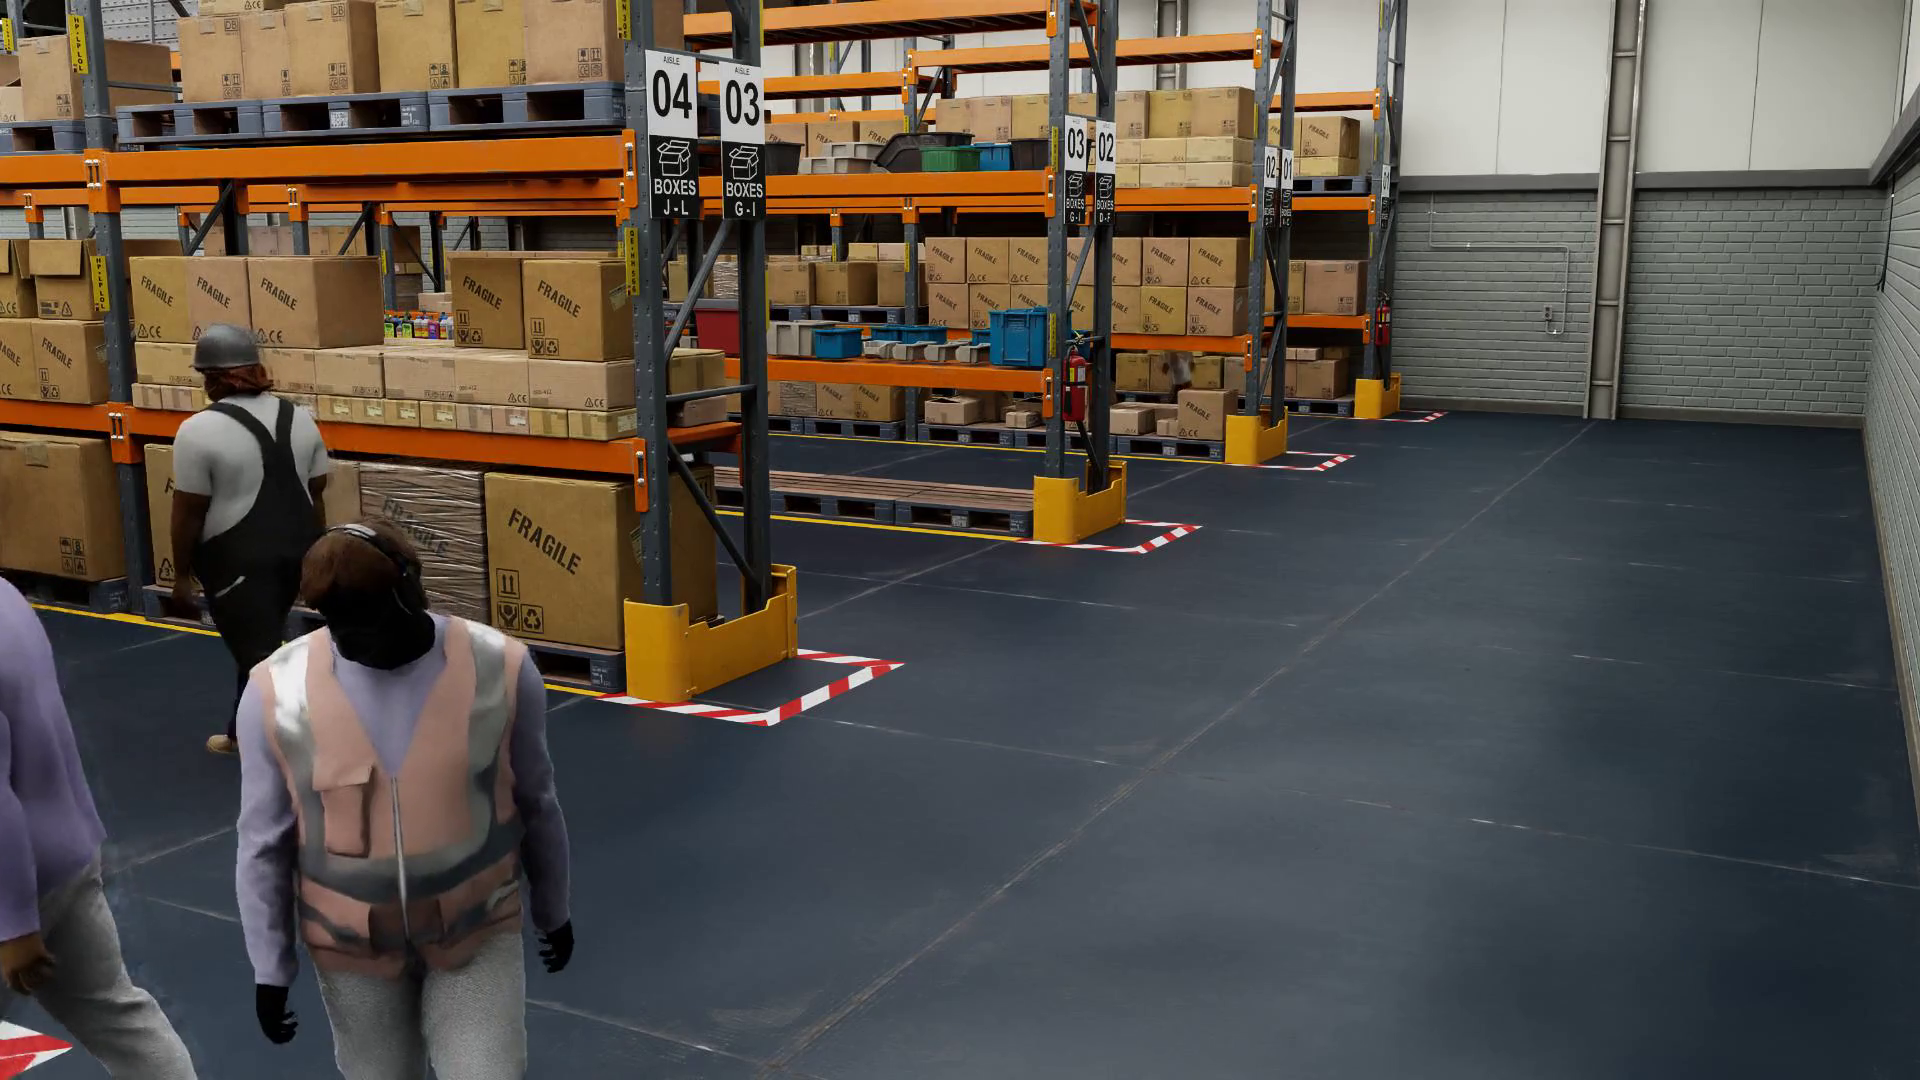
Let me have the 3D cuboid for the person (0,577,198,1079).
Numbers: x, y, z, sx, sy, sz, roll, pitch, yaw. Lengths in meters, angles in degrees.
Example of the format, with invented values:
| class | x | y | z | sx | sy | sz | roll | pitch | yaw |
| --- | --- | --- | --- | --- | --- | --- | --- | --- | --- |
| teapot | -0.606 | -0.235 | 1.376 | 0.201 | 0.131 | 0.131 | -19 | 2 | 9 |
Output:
| class | x | y | z | sx | sy | sz | roll | pitch | yaw |
| --- | --- | --- | --- | --- | --- | --- | --- | --- | --- |
| person | -2.161 | 0.751 | 3.718 | 0.960 | 1.878 | 0.643 | -3 | 11 | -14 |

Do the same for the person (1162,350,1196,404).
| class | x | y | z | sx | sy | sz | roll | pitch | yaw |
| --- | --- | --- | --- | --- | --- | --- | --- | --- | --- |
| person | 2.563 | -2.111 | 19.184 | 0.523 | 1.916 | 0.586 | 6 | 12 | 28 |

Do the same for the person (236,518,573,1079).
| class | x | y | z | sx | sy | sz | roll | pitch | yaw |
| --- | --- | --- | --- | --- | --- | --- | --- | --- | --- |
| person | -1.171 | 0.834 | 3.554 | 0.645 | 1.804 | 0.820 | -3 | 11 | -15 |

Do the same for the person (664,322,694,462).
| class | x | y | z | sx | sy | sz | roll | pitch | yaw |
| --- | --- | --- | --- | --- | --- | --- | --- | --- | --- |
| person | -2.105 | -0.665 | 11.563 | 0.647 | 1.825 | 0.443 | -9 | 14 | -41 |

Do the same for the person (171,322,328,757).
| class | x | y | z | sx | sy | sz | roll | pitch | yaw |
| --- | --- | --- | --- | --- | --- | --- | --- | --- | --- |
| person | -3.007 | 0.035 | 7.153 | 1.009 | 2.000 | 0.693 | 5 | 12 | 26 |
